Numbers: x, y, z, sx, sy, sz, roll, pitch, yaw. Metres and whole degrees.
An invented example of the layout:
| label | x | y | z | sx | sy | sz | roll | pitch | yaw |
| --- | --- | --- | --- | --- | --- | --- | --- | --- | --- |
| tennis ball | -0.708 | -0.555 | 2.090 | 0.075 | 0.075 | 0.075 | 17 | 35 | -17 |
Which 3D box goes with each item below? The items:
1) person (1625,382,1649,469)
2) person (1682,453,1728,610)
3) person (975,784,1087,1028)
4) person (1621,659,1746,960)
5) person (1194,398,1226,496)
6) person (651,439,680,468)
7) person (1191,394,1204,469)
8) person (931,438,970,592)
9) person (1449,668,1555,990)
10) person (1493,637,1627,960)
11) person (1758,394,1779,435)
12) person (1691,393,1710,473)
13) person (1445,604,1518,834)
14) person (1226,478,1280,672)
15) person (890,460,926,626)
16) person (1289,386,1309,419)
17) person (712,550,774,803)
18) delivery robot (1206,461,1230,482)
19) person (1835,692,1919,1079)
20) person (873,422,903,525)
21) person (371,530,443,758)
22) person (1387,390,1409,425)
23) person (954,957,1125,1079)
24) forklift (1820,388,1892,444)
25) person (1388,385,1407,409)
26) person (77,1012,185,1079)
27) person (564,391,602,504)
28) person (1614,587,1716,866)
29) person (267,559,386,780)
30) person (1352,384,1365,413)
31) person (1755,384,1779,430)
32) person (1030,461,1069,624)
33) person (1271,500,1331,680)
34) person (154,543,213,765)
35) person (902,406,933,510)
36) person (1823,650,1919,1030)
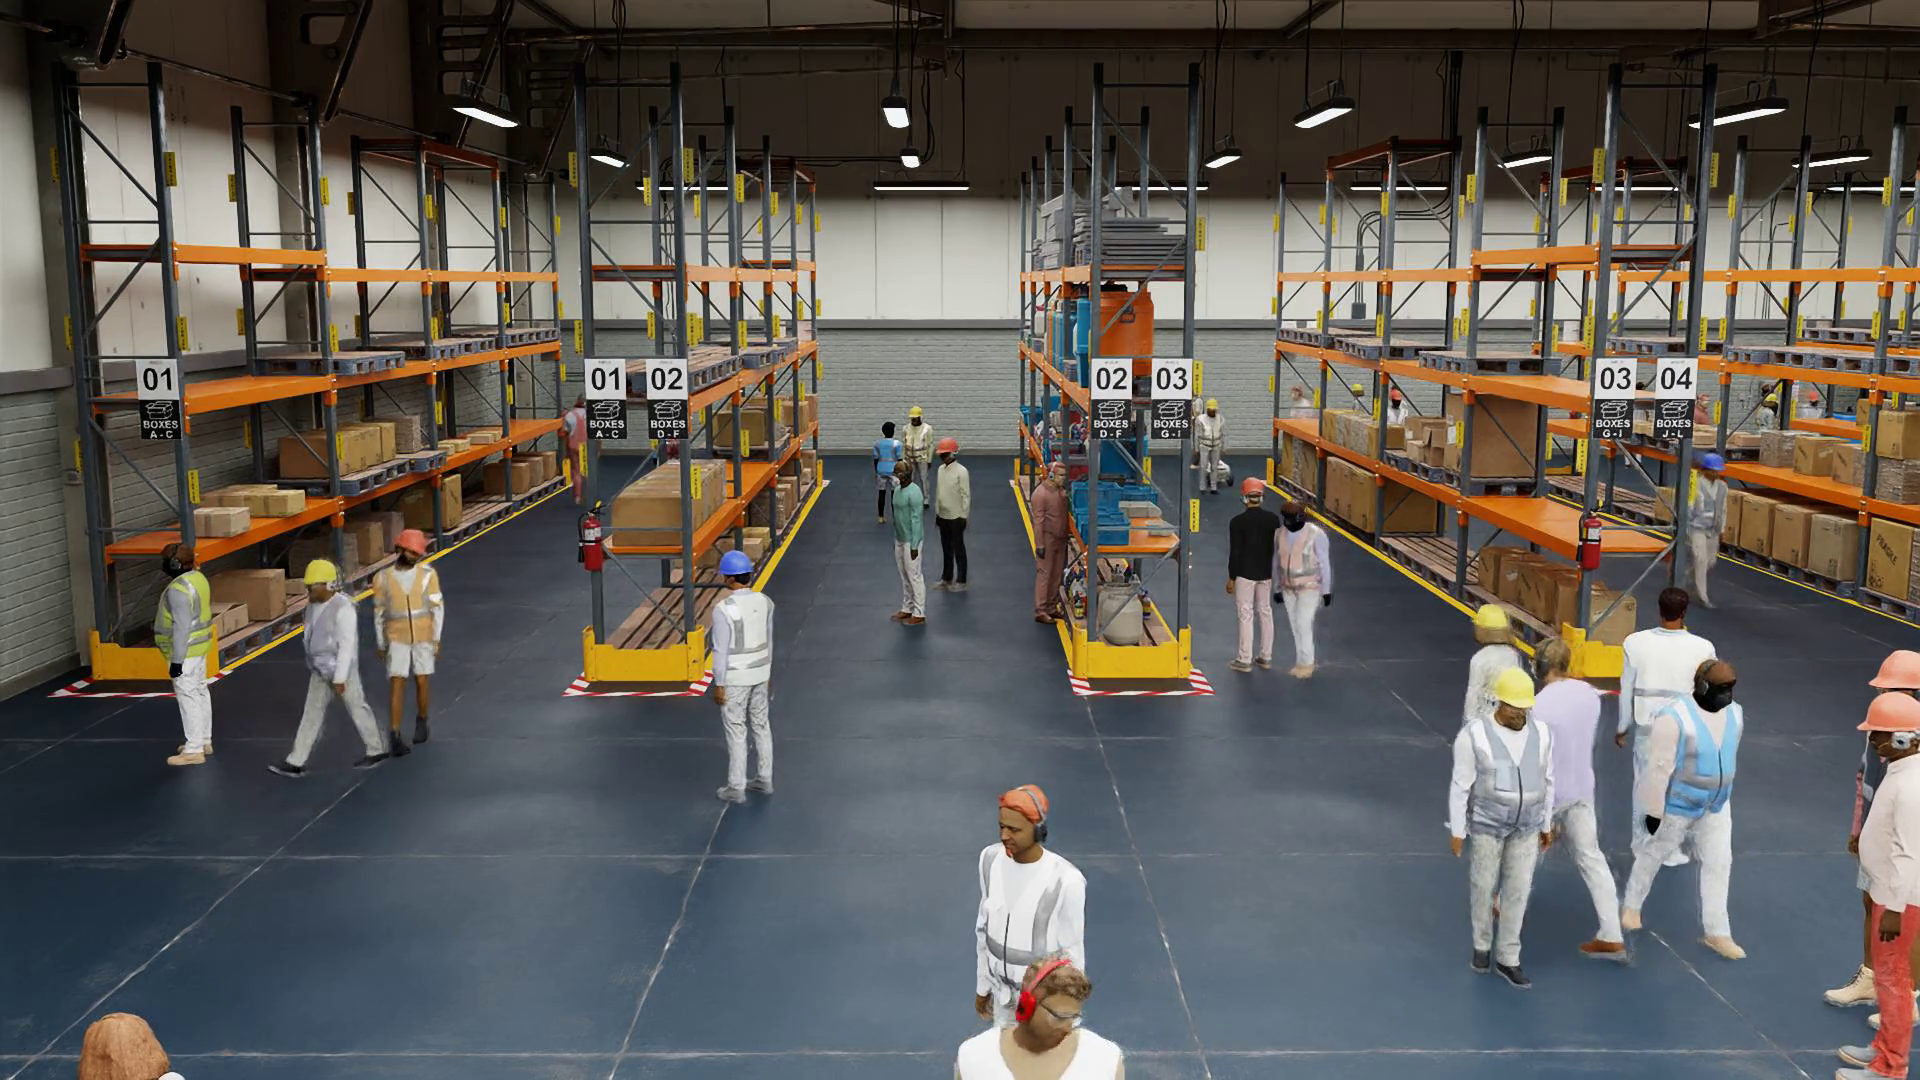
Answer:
| label | x | y | z | sx | sy | sz | roll | pitch | yaw |
| --- | --- | --- | --- | --- | --- | --- | --- | --- | --- |
| person | 14.426 | -2.438 | 35.441 | 0.522 | 1.857 | 0.347 | 7 | 11 | 37 |
| person | 9.102 | -0.138 | 20.448 | 0.613 | 1.918 | 0.763 | -2 | 9 | -14 |
| person | 0.291 | 1.952 | 7.124 | 0.579 | 1.878 | 0.351 | 8 | 12 | 43 |
| person | 4.351 | 1.554 | 10.022 | 0.644 | 1.788 | 0.819 | -3 | 9 | -16 |
| person | 4.646 | -1.723 | 30.898 | 0.599 | 1.829 | 0.404 | -1 | 9 | -5 |
| person | -5.152 | -1.487 | 29.350 | 0.627 | 1.844 | 0.429 | -7 | 11 | -38 |
| person | 5.025 | -2.421 | 35.378 | 0.350 | 1.839 | 0.504 | 1 | 9 | 10 |
| person | -0.127 | -0.329 | 21.414 | 0.401 | 1.989 | 0.623 | -6 | 11 | -35 |
| person | 3.101 | 1.617 | 9.468 | 0.623 | 1.817 | 0.496 | -1 | 9 | -4 |
| person | 3.584 | 1.518 | 9.921 | 0.617 | 1.886 | 1.048 | -4 | 10 | -26 |
| person | 16.296 | -2.086 | 33.568 | 0.324 | 1.730 | 0.490 | 0 | 9 | 1 |
| person | 13.848 | -1.799 | 31.159 | 0.399 | 1.904 | 0.644 | 6 | 11 | 33 |
| person | 3.815 | 1.309 | 11.744 | 0.495 | 1.715 | 0.745 | -8 | 12 | -42 |
| person | 2.985 | 0.354 | 17.037 | 0.612 | 1.987 | 0.400 | -4 | 10 | -26 |
| person | -0.609 | 0.028 | 19.340 | 0.380 | 1.931 | 0.625 | -4 | 10 | -24 |
| person | 6.794 | -2.175 | 33.652 | 0.641 | 1.875 | 0.665 | 0 | 9 | -1 |
| person | -1.678 | 1.041 | 12.791 | 0.416 | 1.939 | 0.604 | 6 | 11 | 36 |
| delivery robot | 5.029 | -1.389 | 32.540 | 0.477 | 0.478 | 0.707 | -1 | 9 | -7 |
| person | 4.605 | 1.728 | 8.227 | 0.411 | 1.980 | 0.631 | 4 | 10 | 26 |
| person | -1.169 | -1.092 | 27.288 | 0.531 | 1.692 | 0.320 | 3 | 9 | 20 |
| person | -4.674 | 0.859 | 14.144 | 0.557 | 1.881 | 0.758 | -4 | 10 | -26 |
| person | 8.447 | -1.980 | 32.395 | 0.569 | 1.889 | 1.005 | -1 | 9 | -9 |
| person | 0.254 | 2.245 | 5.487 | 0.561 | 1.796 | 0.704 | 1 | 9 | 5 |
| forklift | 20.072 | -3.110 | 36.462 | 1.873 | 2.768 | 1.129 | 0 | 9 | 0 |
| person | 8.989 | -2.276 | 34.386 | 0.325 | 1.861 | 0.506 | -9 | 12 | -44 |
| person | -2.674 | 2.332 | 5.449 | 0.269 | 1.632 | 0.505 | 1 | 9 | 6 |
| person | -6.771 | -1.689 | 30.007 | 0.695 | 2.000 | 0.790 | 0 | 9 | -1 |
| person | 4.830 | 1.275 | 11.408 | 0.637 | 1.920 | 0.467 | 5 | 10 | 27 |
| person | -5.070 | 1.035 | 13.337 | 0.602 | 1.773 | 0.960 | 7 | 11 | 36 |
| person | 8.782 | -2.586 | 36.772 | 0.337 | 1.735 | 0.502 | 5 | 10 | 30 |
| person | 16.965 | -2.358 | 34.997 | 0.428 | 1.837 | 0.627 | 2 | 9 | 13 |
| person | 1.087 | 0.023 | 19.471 | 0.401 | 1.899 | 0.646 | 6 | 11 | 34 |
| person | 3.409 | 0.497 | 16.691 | 0.544 | 1.812 | 0.645 | -7 | 11 | -39 |
| person | -6.426 | 0.933 | 13.778 | 0.429 | 1.842 | 0.635 | -1 | 9 | -9 |
| person | -0.753 | -1.422 | 29.011 | 0.588 | 1.822 | 0.404 | 4 | 10 | 22 |
| person | 4.986 | 1.593 | 8.887 | 0.376 | 2.045 | 0.605 | -2 | 9 | -12 |
